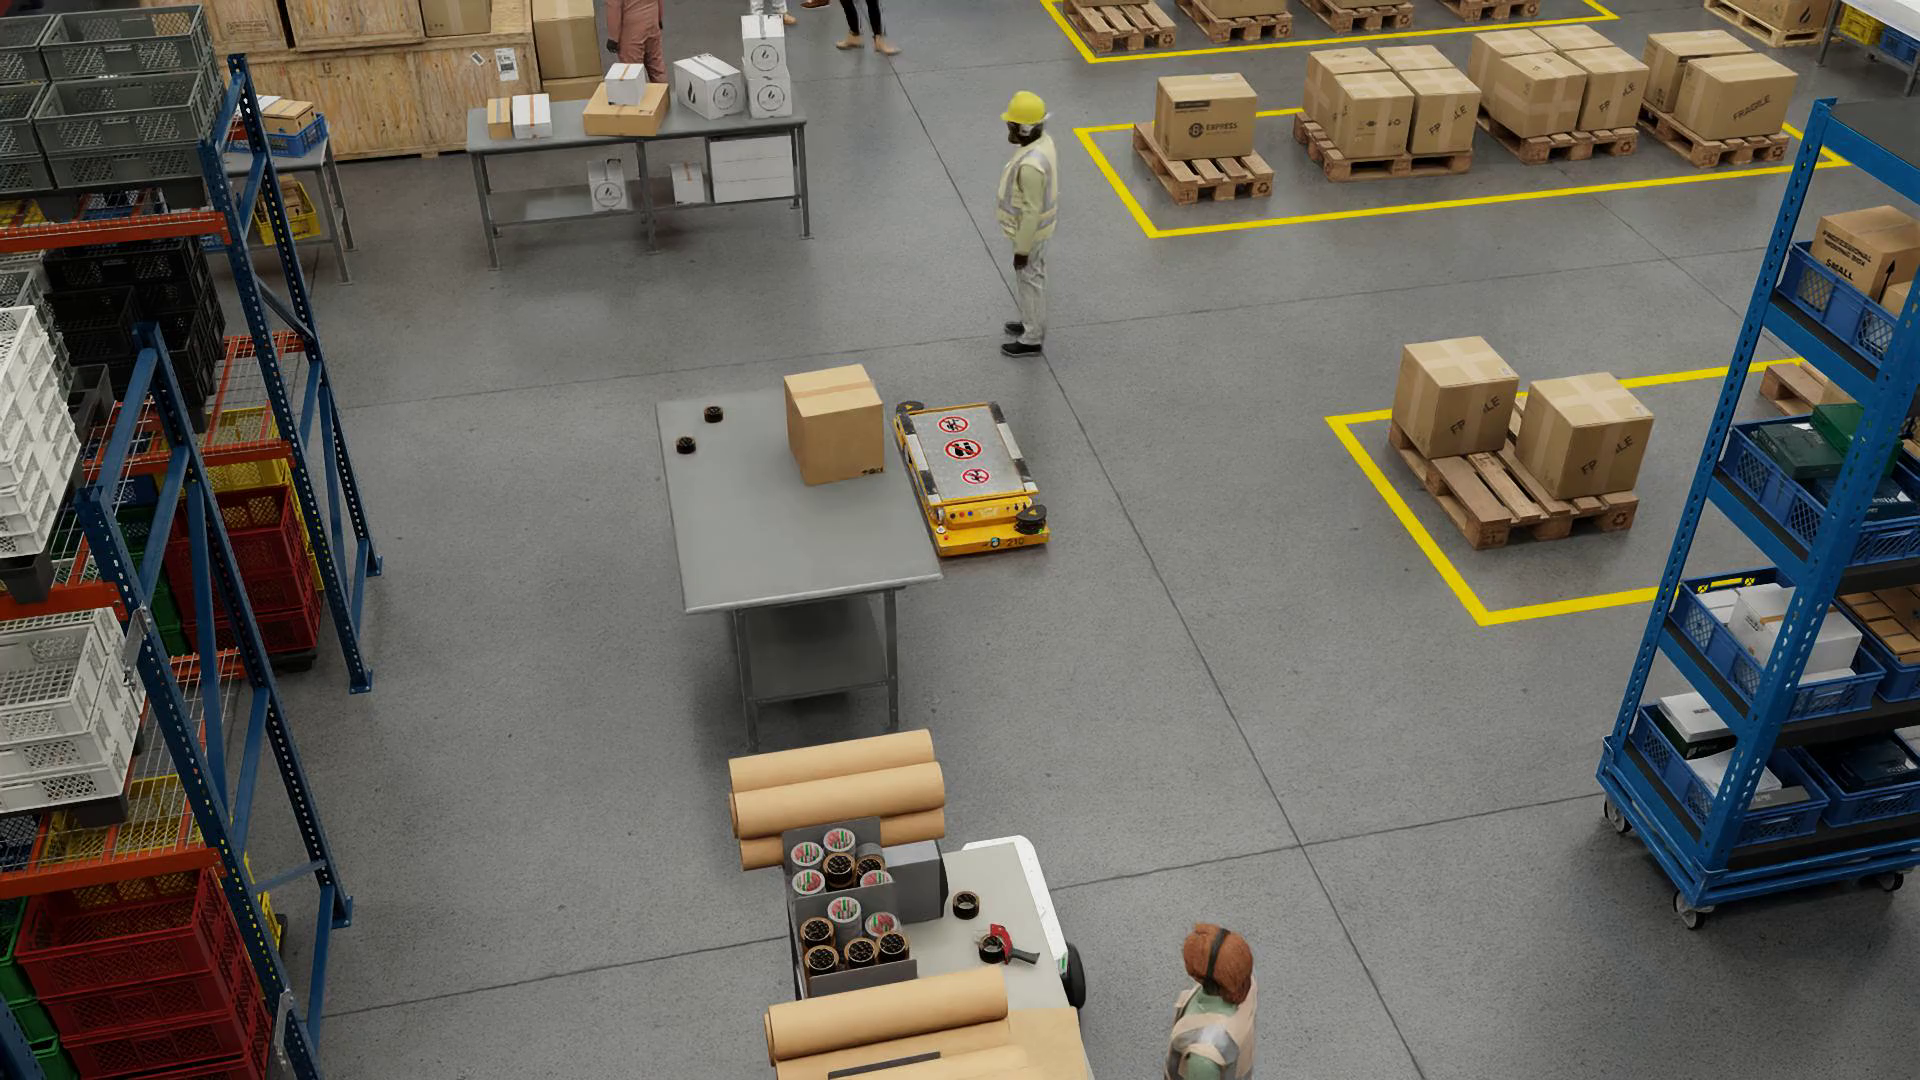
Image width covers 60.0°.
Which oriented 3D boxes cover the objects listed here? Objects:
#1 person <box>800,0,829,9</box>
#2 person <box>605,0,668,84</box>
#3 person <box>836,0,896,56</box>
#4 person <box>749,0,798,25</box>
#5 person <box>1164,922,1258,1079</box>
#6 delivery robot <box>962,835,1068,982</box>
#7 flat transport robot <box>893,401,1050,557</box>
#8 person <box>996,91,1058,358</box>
[{"bbox_3d":[-1.503,-6.313,16.704,0.339,1.856,0.524,-6,37,-9],"label":"person"},{"bbox_3d":[-2.747,-4.343,14.008,0.410,1.908,0.643,22,42,27],"label":"person"},{"bbox_3d":[-0.924,-5.377,15.603,0.670,1.663,0.321,17,40,22],"label":"person"},{"bbox_3d":[-1.859,-5.879,16.138,0.431,1.836,0.624,28,45,33],"label":"person"},{"bbox_3d":[0.857,1.934,5.794,0.312,1.637,0.519,13,39,17],"label":"person"},{"bbox_3d":[0.218,1.590,7.081,0.477,0.478,0.707,-7,37,-9],"label":"delivery robot"},{"bbox_3d":[0.046,-0.430,10.108,0.652,0.197,1.431,-8,37,-10],"label":"flat transport robot"},{"bbox_3d":[0.436,-2.083,11.045,0.404,1.825,0.604,5,37,7],"label":"person"}]
